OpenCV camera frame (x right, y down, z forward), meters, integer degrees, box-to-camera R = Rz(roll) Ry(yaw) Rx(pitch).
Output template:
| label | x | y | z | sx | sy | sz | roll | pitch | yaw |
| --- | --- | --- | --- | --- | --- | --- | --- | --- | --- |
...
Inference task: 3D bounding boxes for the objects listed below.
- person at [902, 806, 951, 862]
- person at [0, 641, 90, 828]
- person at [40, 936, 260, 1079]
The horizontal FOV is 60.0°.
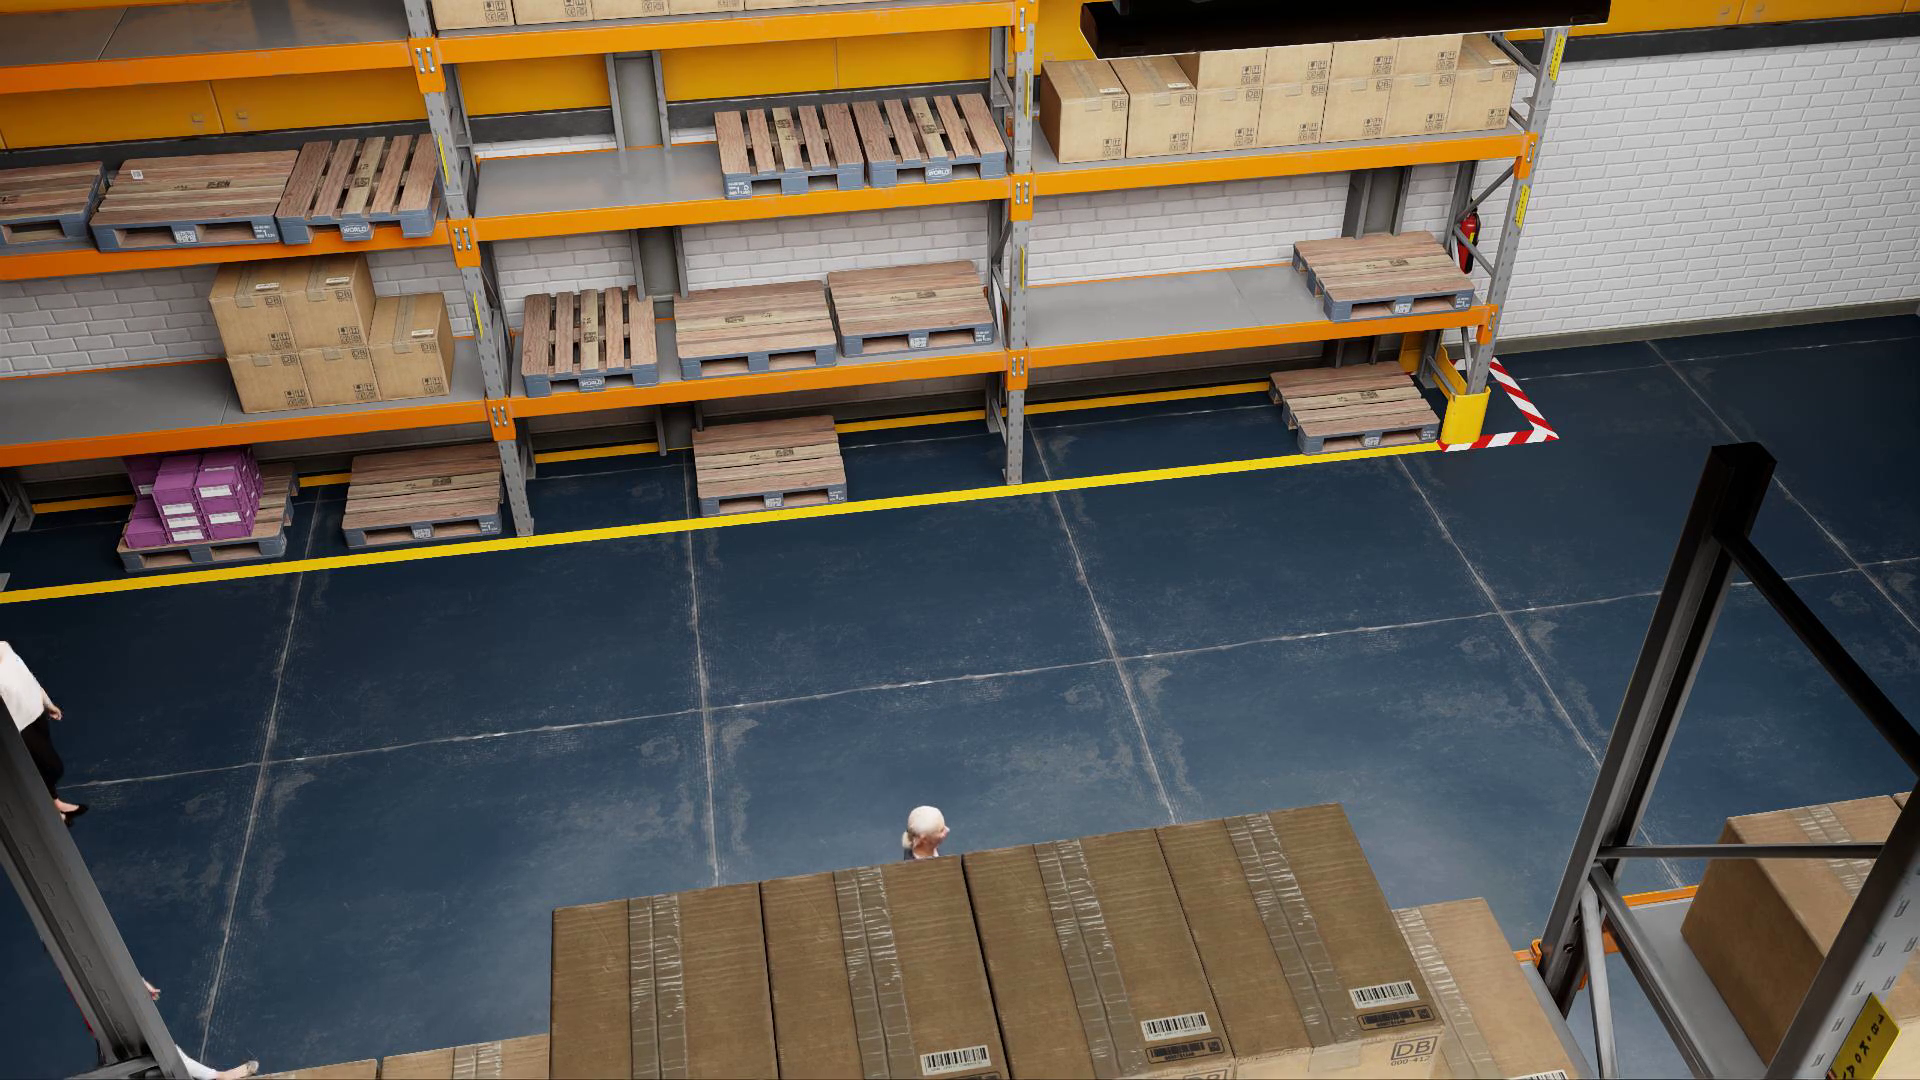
| label | x | y | z | sx | sy | sz | roll | pitch | yaw |
| --- | --- | --- | --- | --- | --- | --- | --- | --- | --- |
| person | -0.268 | 2.103 | 9.274 | 0.811 | 1.715 | 0.689 | 0 | 39 | 0 |
| person | -5.990 | 1.152 | 10.467 | 0.568 | 1.713 | 0.587 | -3 | 39 | -3 |
| person | -4.534 | 2.564 | 8.750 | 1.150 | 1.648 | 0.764 | -16 | 41 | -19 |
